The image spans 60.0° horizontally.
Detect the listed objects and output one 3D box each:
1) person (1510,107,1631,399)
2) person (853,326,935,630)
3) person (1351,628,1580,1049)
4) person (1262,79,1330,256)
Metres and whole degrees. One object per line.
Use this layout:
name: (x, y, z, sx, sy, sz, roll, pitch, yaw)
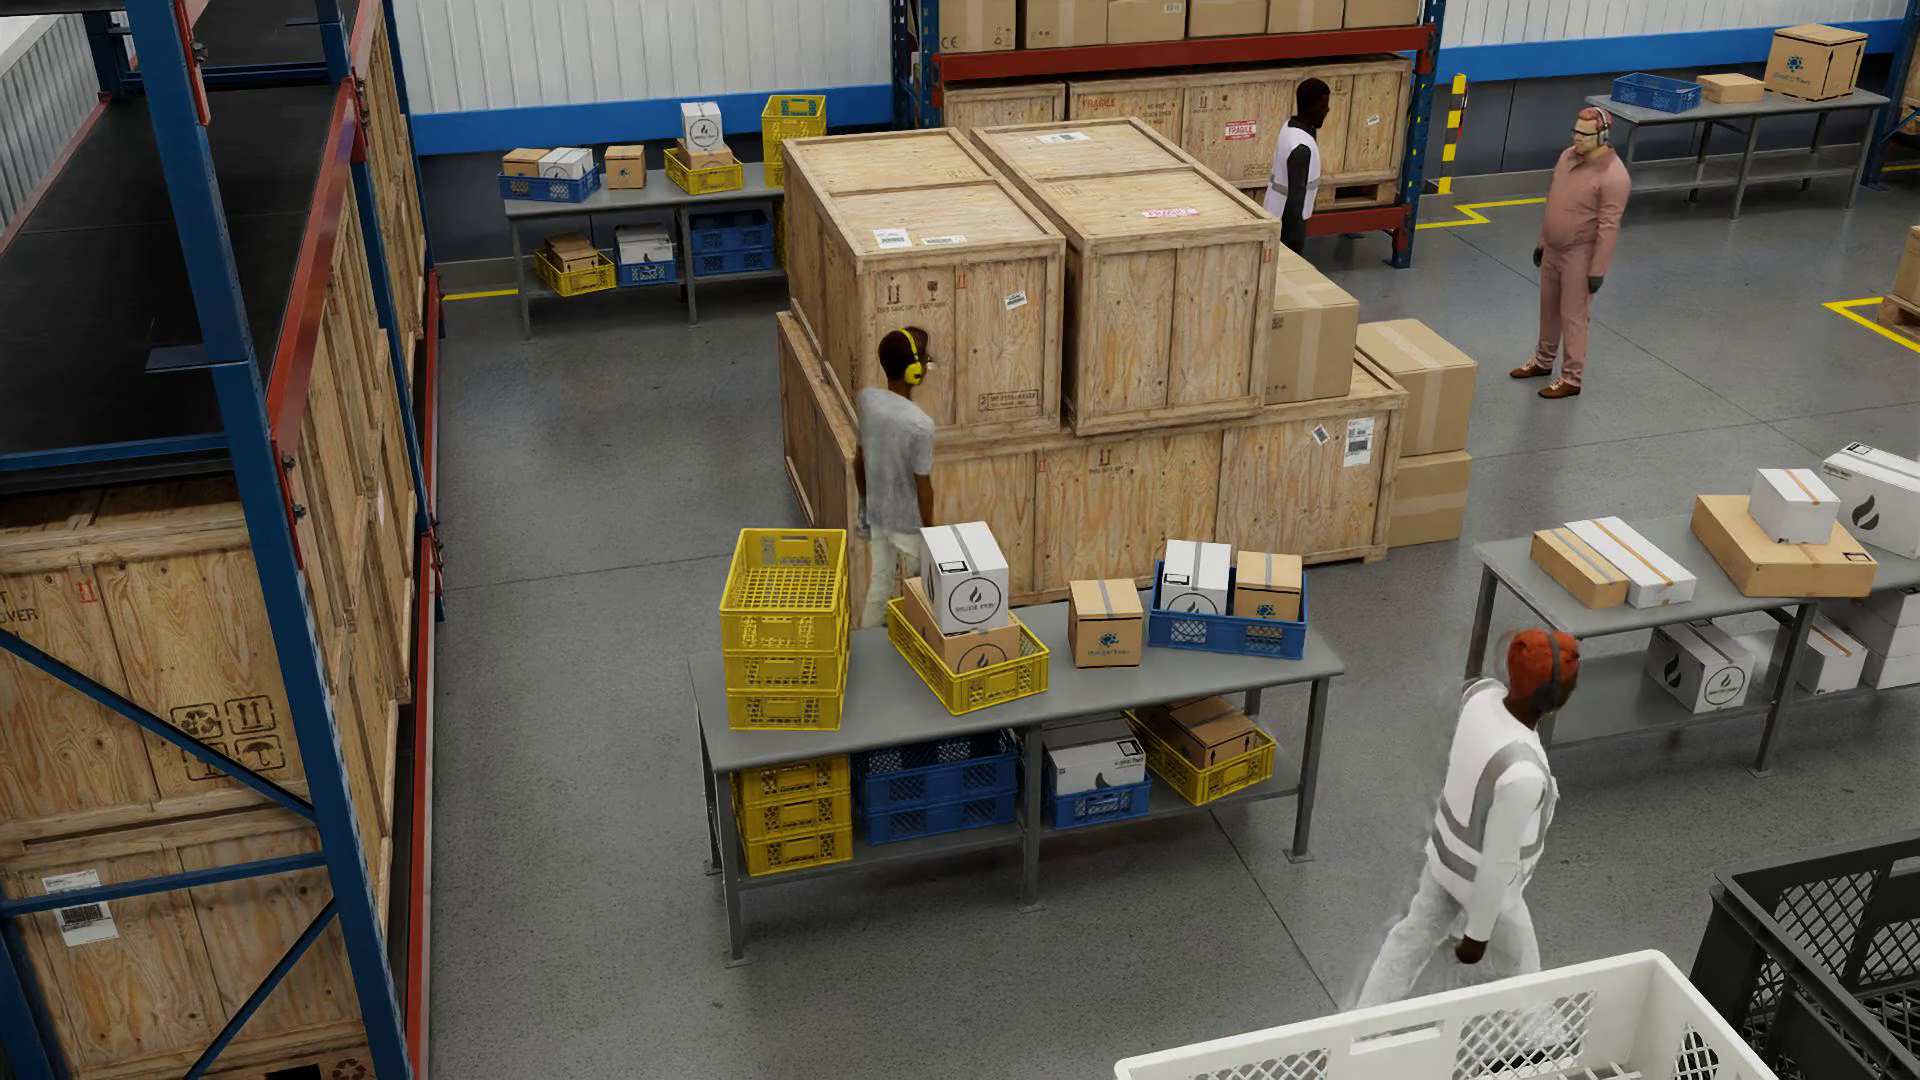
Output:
person: (3.963, -1.859, 10.794, 0.401, 1.900, 0.650, -7, 30, -12)
person: (-0.283, -0.091, 7.613, 0.307, 1.867, 0.556, -25, 38, -38)
person: (1.814, 1.080, 5.511, 0.991, 1.828, 0.580, -2, 29, -3)
person: (2.260, -2.201, 11.398, 0.374, 1.912, 0.587, 2, 29, 4)
